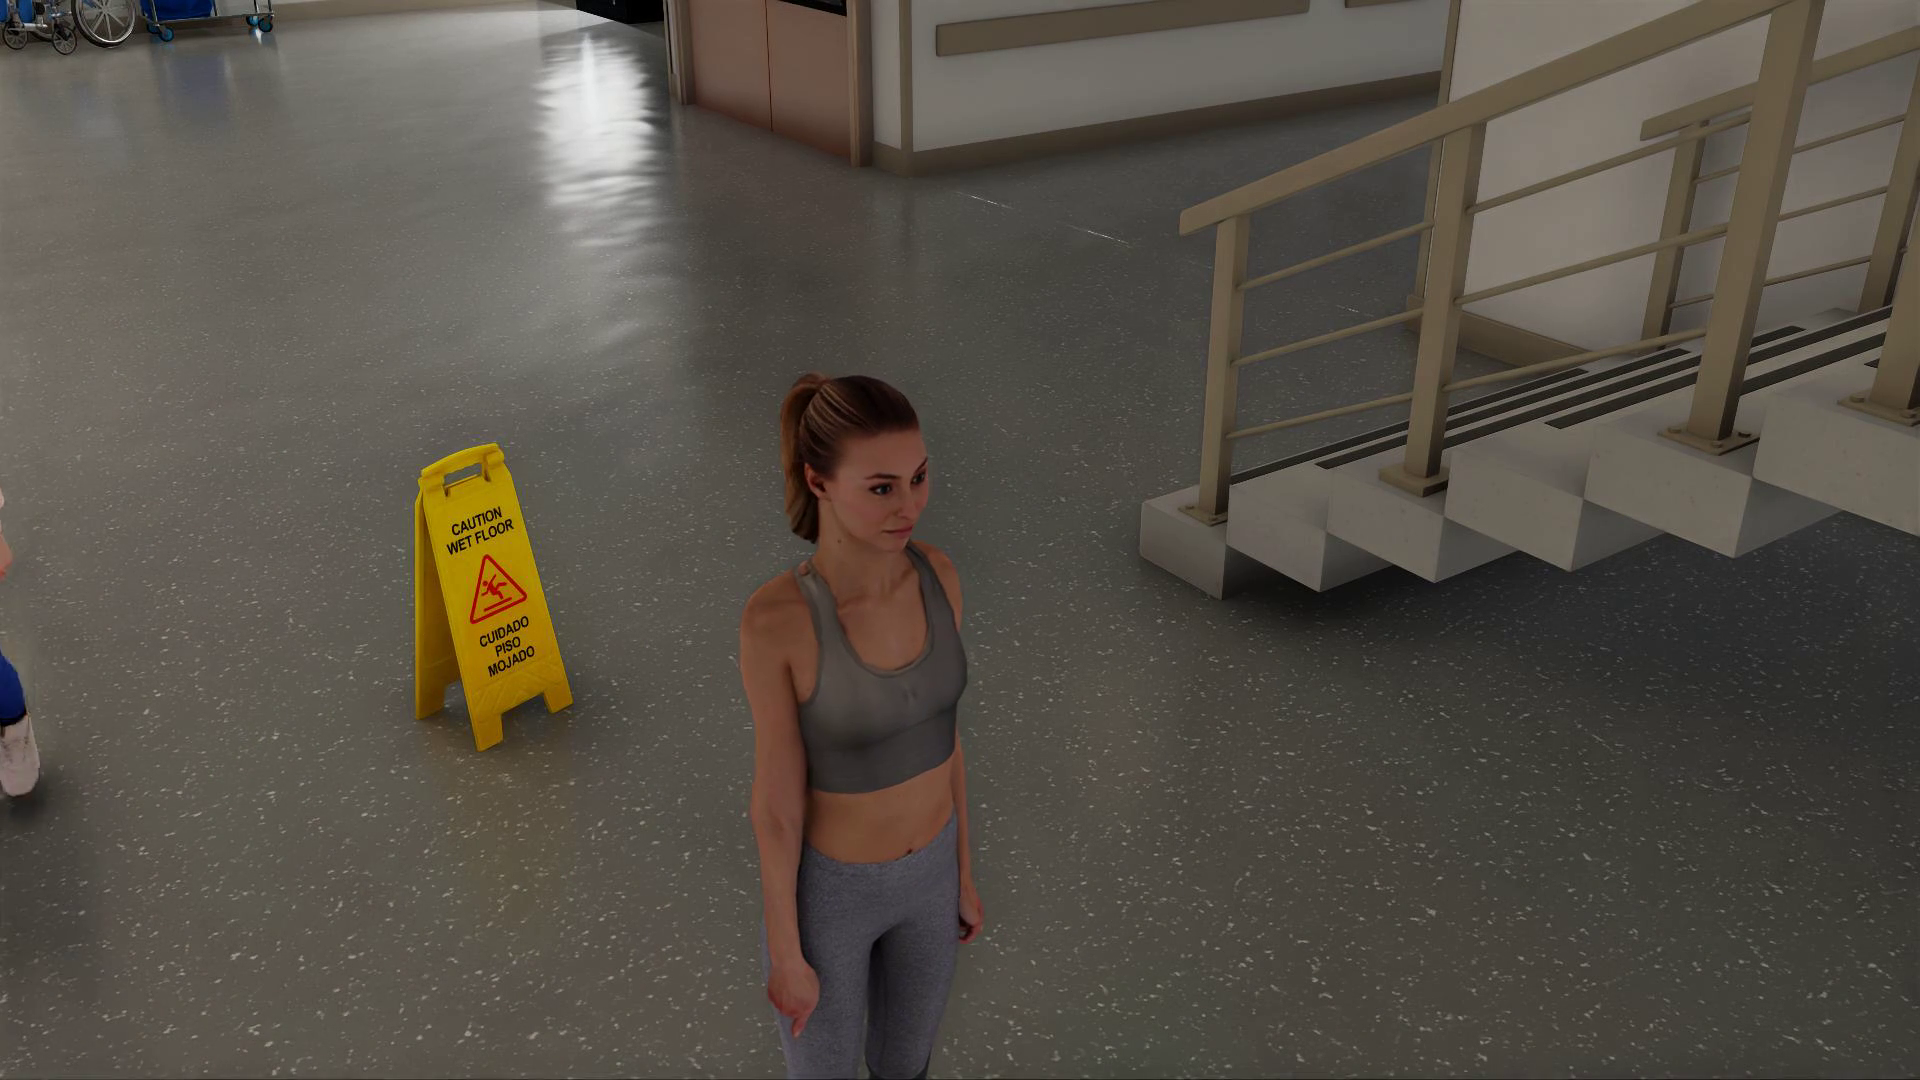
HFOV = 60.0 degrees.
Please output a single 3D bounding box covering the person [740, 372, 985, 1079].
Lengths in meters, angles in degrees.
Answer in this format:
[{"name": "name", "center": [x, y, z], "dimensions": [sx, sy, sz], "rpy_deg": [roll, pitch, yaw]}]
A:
[{"name": "person", "center": [-0.152, 0.551, 2.572], "dimensions": [0.584, 1.707, 0.568], "rpy_deg": [-22, 33, -38]}]
